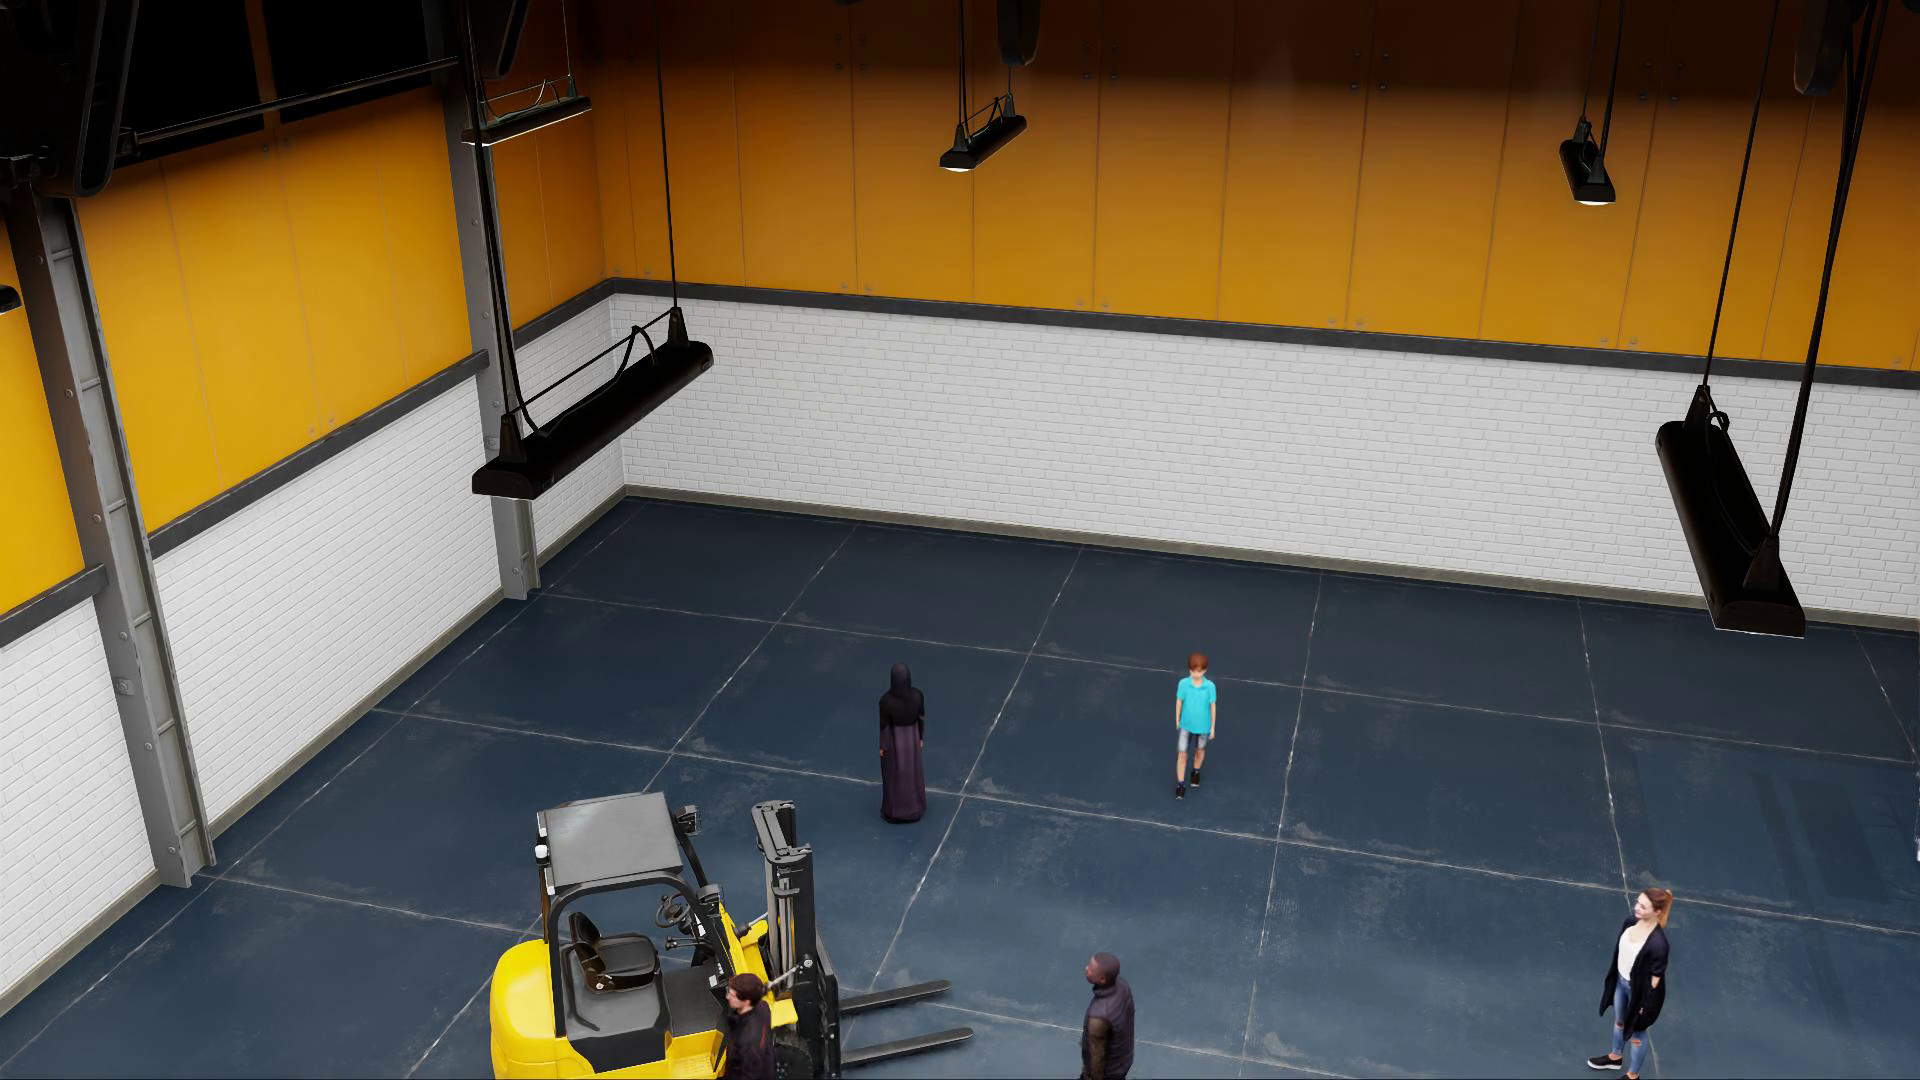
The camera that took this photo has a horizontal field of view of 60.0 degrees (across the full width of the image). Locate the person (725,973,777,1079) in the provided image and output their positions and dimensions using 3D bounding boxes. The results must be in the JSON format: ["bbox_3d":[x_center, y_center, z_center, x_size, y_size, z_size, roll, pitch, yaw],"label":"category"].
[{"bbox_3d":[-1.278,3.611,10.903,1.014,1.820,1.062,-3,24,-6],"label":"person"}]

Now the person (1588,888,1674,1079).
[{"bbox_3d":[4.883,3.218,11.976,0.774,1.683,0.651,-5,24,-10],"label":"person"}]

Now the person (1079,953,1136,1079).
[{"bbox_3d":[1.039,3.533,11.094,0.894,1.811,0.999,11,26,24],"label":"person"}]

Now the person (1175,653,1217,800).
[{"bbox_3d":[2.241,1.698,15.772,0.587,1.427,0.861,3,24,7],"label":"person"}]

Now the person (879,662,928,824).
[{"bbox_3d":[-0.542,1.836,15.220,0.716,1.615,0.759,-9,25,-20],"label":"person"}]
